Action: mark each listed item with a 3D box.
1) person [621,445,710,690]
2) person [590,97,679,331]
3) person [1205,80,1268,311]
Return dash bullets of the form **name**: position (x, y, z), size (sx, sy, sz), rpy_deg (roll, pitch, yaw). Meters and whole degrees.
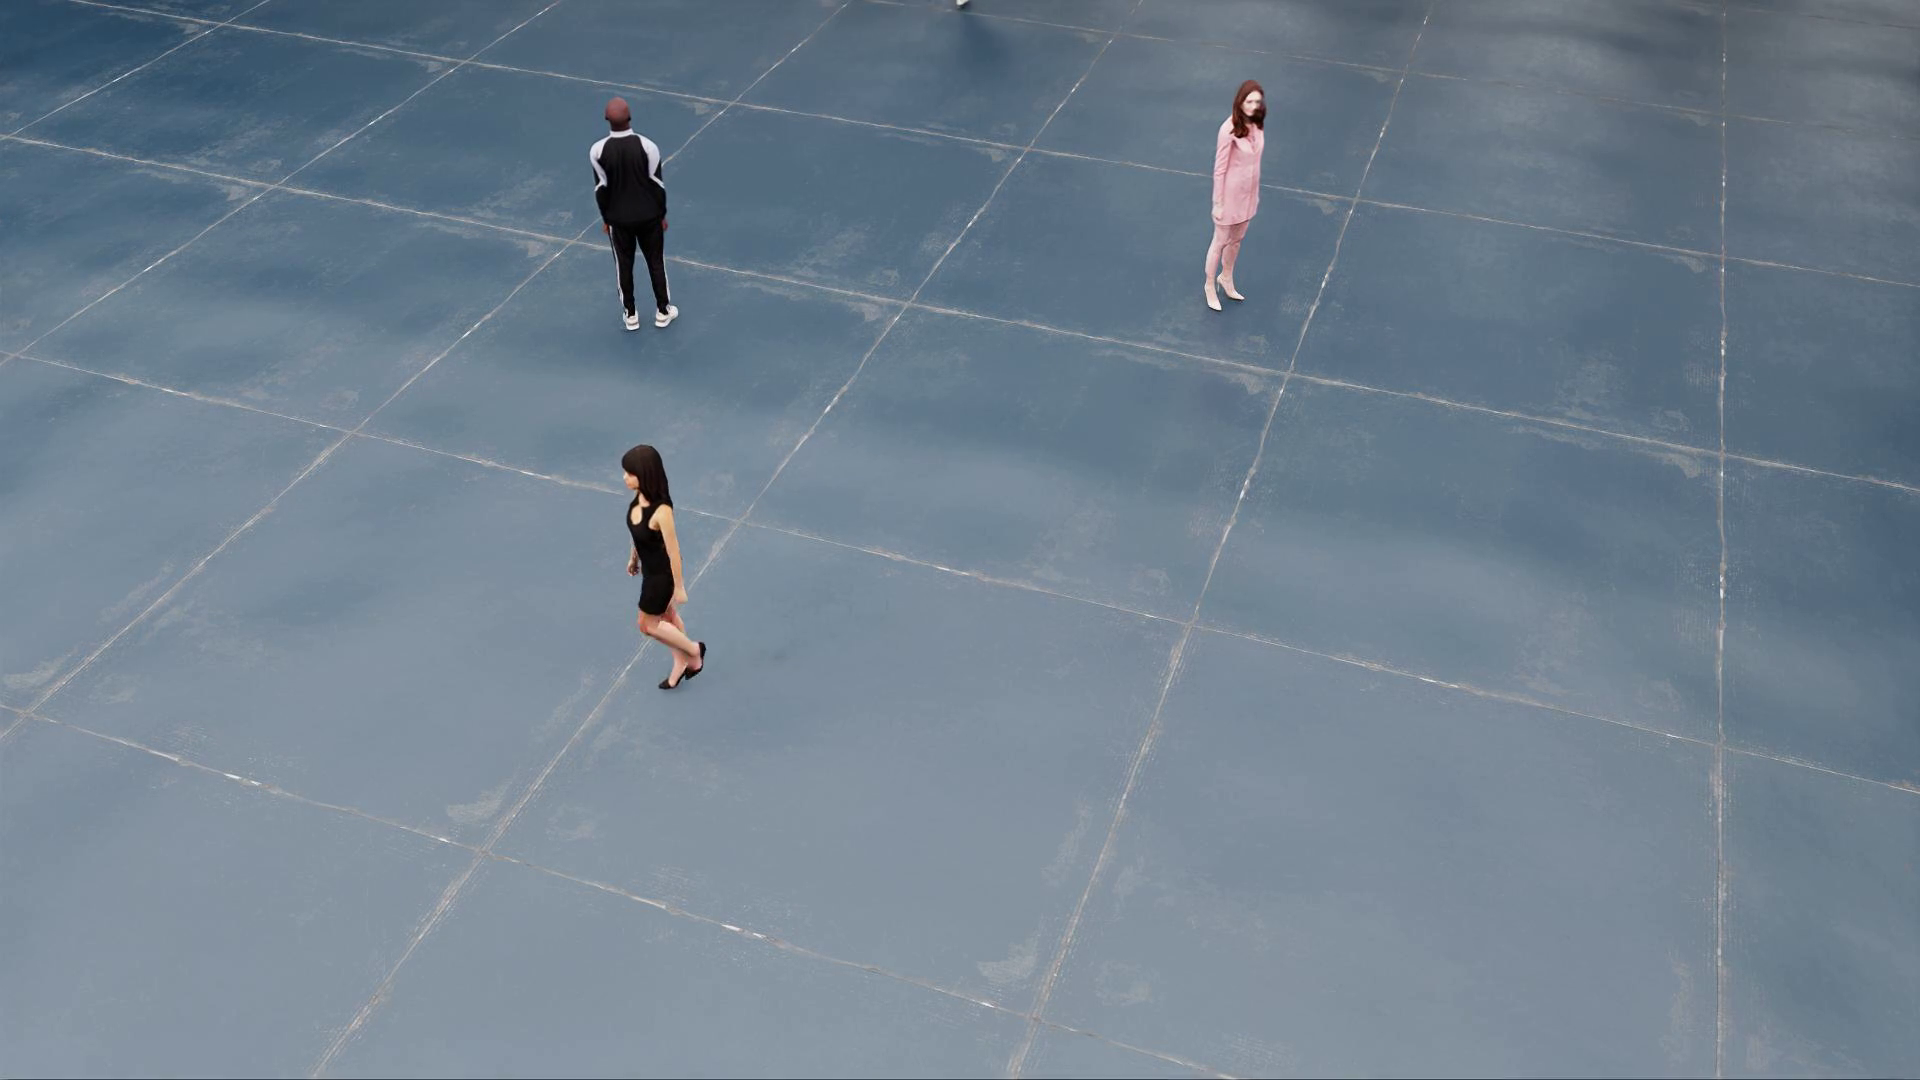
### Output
- **person**: position (-1.568, 0.157, 9.131), size (0.768, 1.636, 0.709), rpy_deg (-18, 42, -22)
- **person**: position (-2.404, -2.393, 12.234), size (0.732, 1.828, 0.714), rpy_deg (-4, 38, -5)
- **person**: position (2.072, -2.603, 12.526), size (0.642, 1.800, 0.758), rpy_deg (-26, 45, -29)
